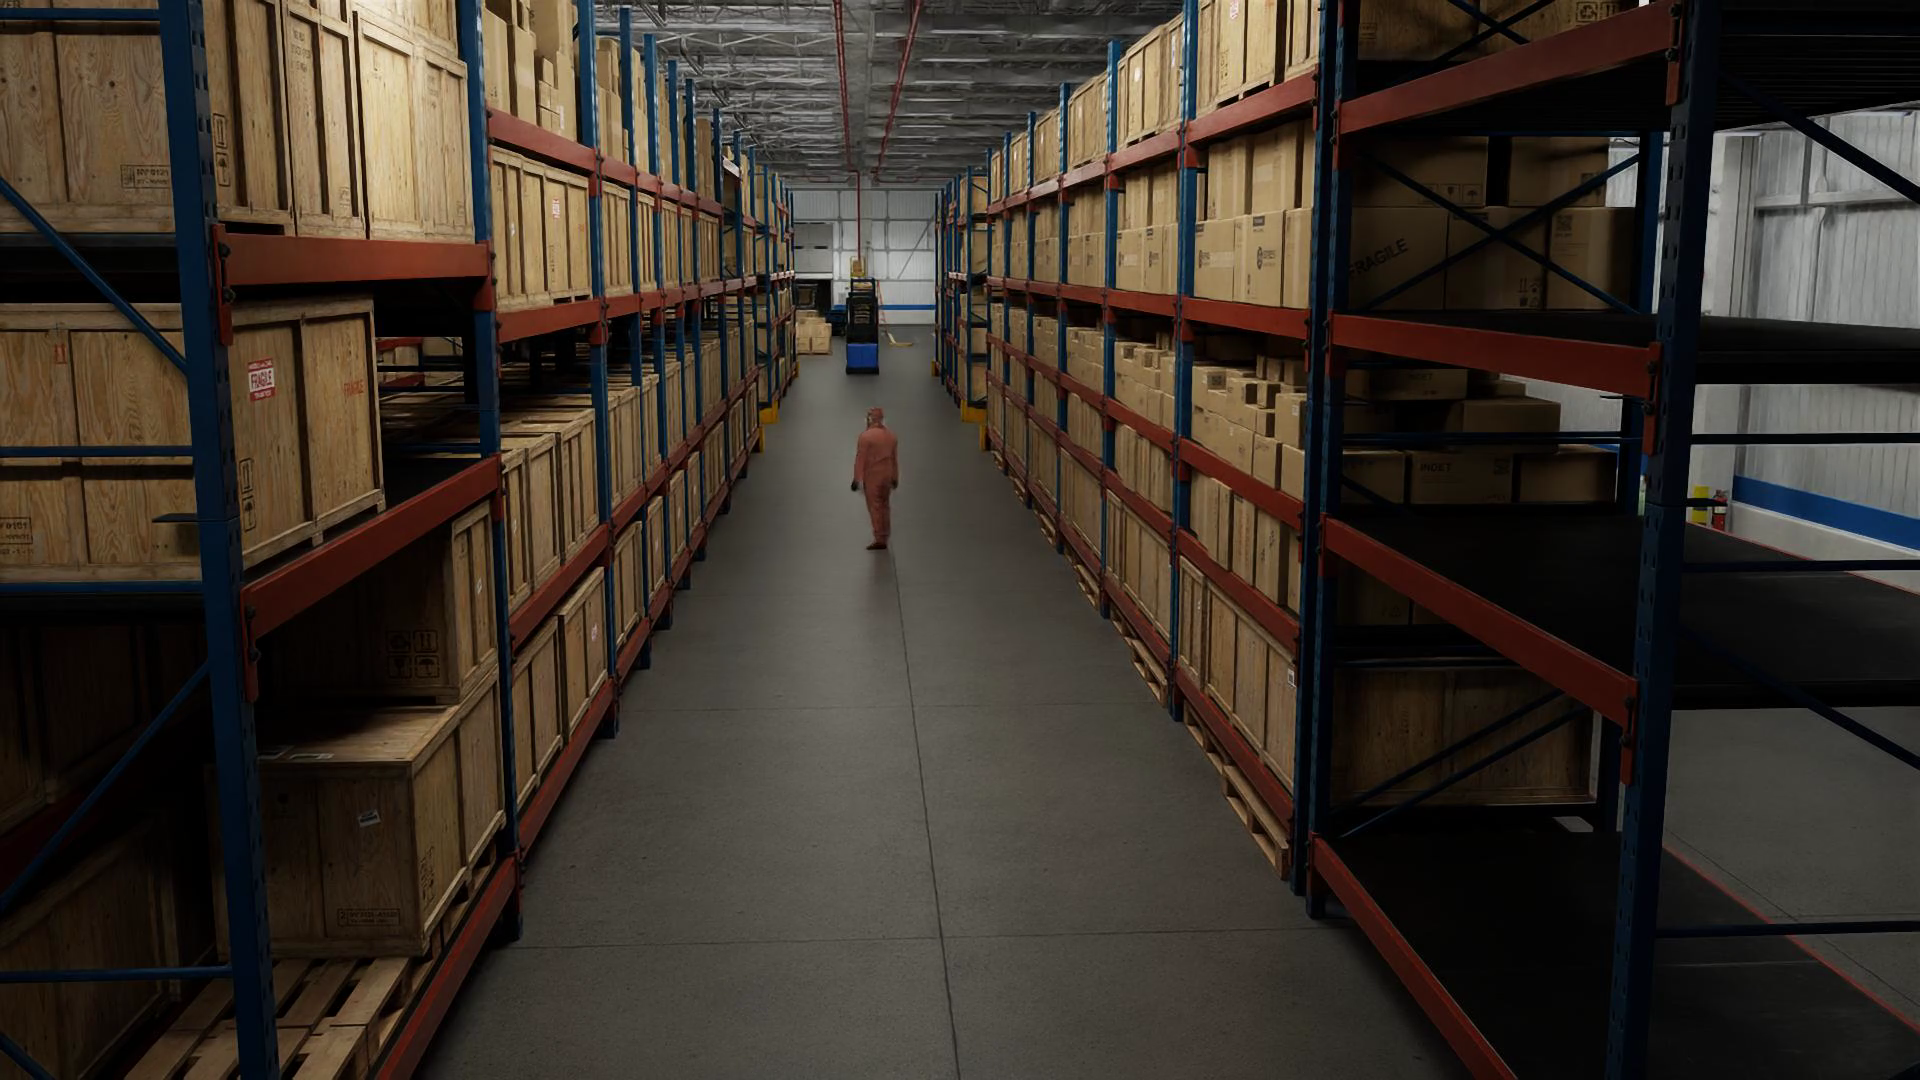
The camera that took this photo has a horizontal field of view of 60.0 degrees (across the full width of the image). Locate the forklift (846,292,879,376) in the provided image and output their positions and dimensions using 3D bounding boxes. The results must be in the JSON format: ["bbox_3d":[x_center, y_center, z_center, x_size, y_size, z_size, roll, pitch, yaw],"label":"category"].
[{"bbox_3d":[-3.311,-7.005,56.312,1.129,2.768,1.873,-1,10,-4],"label":"forklift"}]

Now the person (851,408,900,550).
[{"bbox_3d":[-1.093,-0.823,22.411,0.546,1.884,0.697,8,13,41],"label":"person"}]

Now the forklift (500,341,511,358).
[{"bbox_3d":[-9.949,-3.602,35.981,1.873,2.768,1.129,-4,10,-25],"label":"forklift"}]

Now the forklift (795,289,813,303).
[{"bbox_3d":[-7.263,-10.517,77.288,1.129,2.768,1.873,-2,10,-10],"label":"forklift"}]

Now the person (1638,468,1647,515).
[{"bbox_3d":[6.922,0.147,16.698,0.564,1.837,0.388,7,12,35],"label":"person"}]
